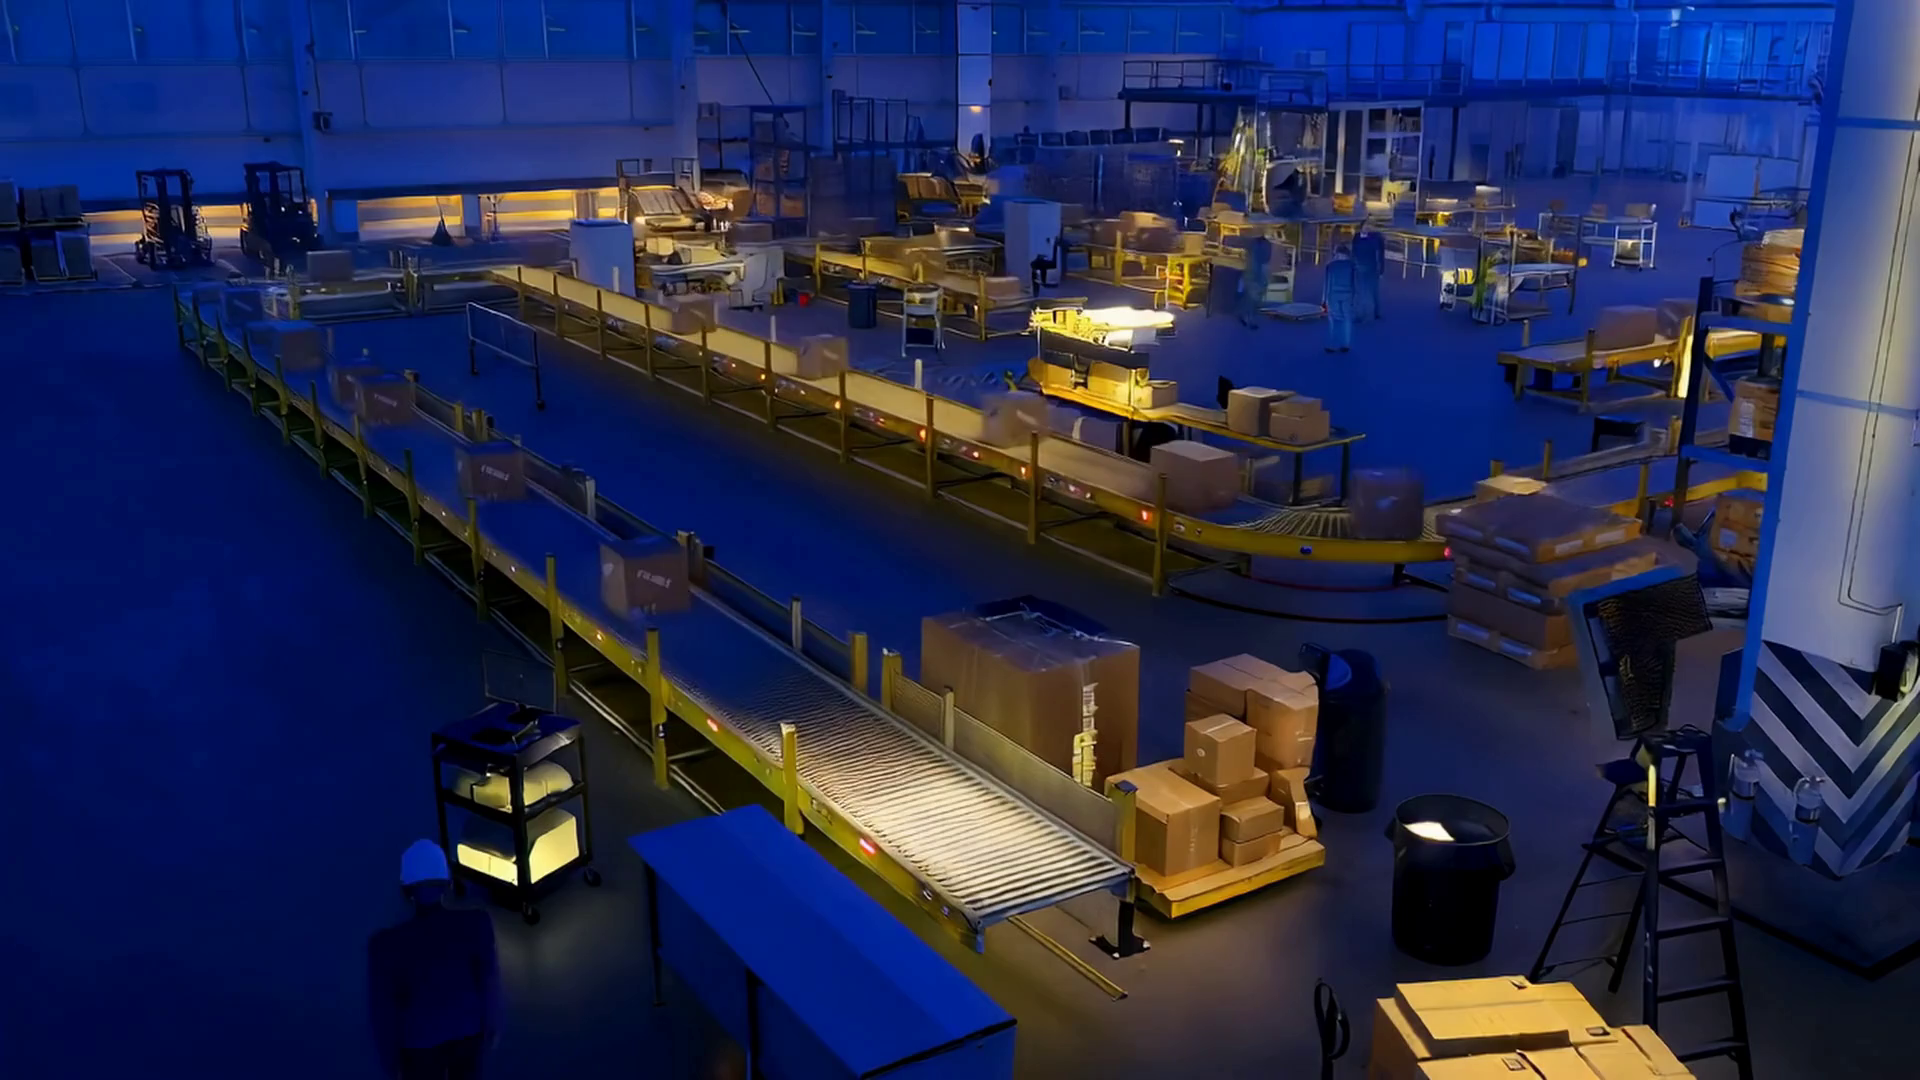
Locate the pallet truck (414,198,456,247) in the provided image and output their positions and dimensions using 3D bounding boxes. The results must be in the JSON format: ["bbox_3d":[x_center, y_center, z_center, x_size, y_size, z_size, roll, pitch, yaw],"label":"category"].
[{"bbox_3d":[-13.250,-8.060,41.856,0.680,1.201,1.601,-10,20,-31],"label":"pallet truck"}]

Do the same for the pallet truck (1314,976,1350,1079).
[{"bbox_3d":[2.299,2.390,7.086,1.601,1.201,0.680,-2,17,-7],"label":"pallet truck"}]

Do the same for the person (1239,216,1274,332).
[{"bbox_3d":[5.244,-4.650,29.149,0.457,2.021,0.636,-7,18,-21],"label":"person"}]

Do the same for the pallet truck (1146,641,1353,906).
[{"bbox_3d":[1.664,1.407,10.232,1.630,1.274,0.653,-10,20,-31],"label":"pallet truck"}]

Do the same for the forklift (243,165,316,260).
[{"bbox_3d":[-15.898,-7.669,38.708,1.157,1.987,2.680,-11,20,-33],"label":"forklift"}]

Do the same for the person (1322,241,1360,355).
[{"bbox_3d":[6.190,-3.935,27.094,0.588,1.835,0.403,-1,17,-4],"label":"person"}]

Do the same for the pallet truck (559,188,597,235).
[{"bbox_3d":[-10.010,-8.652,43.699,0.653,1.274,1.630,-10,20,-31],"label":"pallet truck"}]

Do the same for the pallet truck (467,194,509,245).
[{"bbox_3d":[-11.983,-8.177,42.137,0.704,1.261,1.522,-11,20,-33],"label":"pallet truck"}]

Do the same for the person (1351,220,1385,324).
[{"bbox_3d":[7.433,-4.894,30.250,0.675,1.867,0.937,11,20,33],"label":"person"}]

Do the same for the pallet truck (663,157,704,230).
[{"bbox_3d":[-7.586,-9.308,44.692,0.823,1.965,1.885,-11,20,-33],"label":"pallet truck"}]

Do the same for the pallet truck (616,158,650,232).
[{"bbox_3d":[-8.918,-9.176,44.255,0.823,1.965,1.885,-9,19,-27],"label":"pallet truck"}]

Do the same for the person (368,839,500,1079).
[{"bbox_3d":[-2.206,2.122,7.094,0.528,1.748,0.678,-9,19,-26],"label":"person"}]

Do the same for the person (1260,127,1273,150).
[{"bbox_3d":[11.610,-14.745,63.072,0.539,1.820,0.537,-7,18,-22],"label":"person"}]

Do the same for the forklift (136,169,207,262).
[{"bbox_3d":[-17.842,-7.318,37.559,1.157,1.987,2.680,-10,20,-31],"label":"forklift"}]
